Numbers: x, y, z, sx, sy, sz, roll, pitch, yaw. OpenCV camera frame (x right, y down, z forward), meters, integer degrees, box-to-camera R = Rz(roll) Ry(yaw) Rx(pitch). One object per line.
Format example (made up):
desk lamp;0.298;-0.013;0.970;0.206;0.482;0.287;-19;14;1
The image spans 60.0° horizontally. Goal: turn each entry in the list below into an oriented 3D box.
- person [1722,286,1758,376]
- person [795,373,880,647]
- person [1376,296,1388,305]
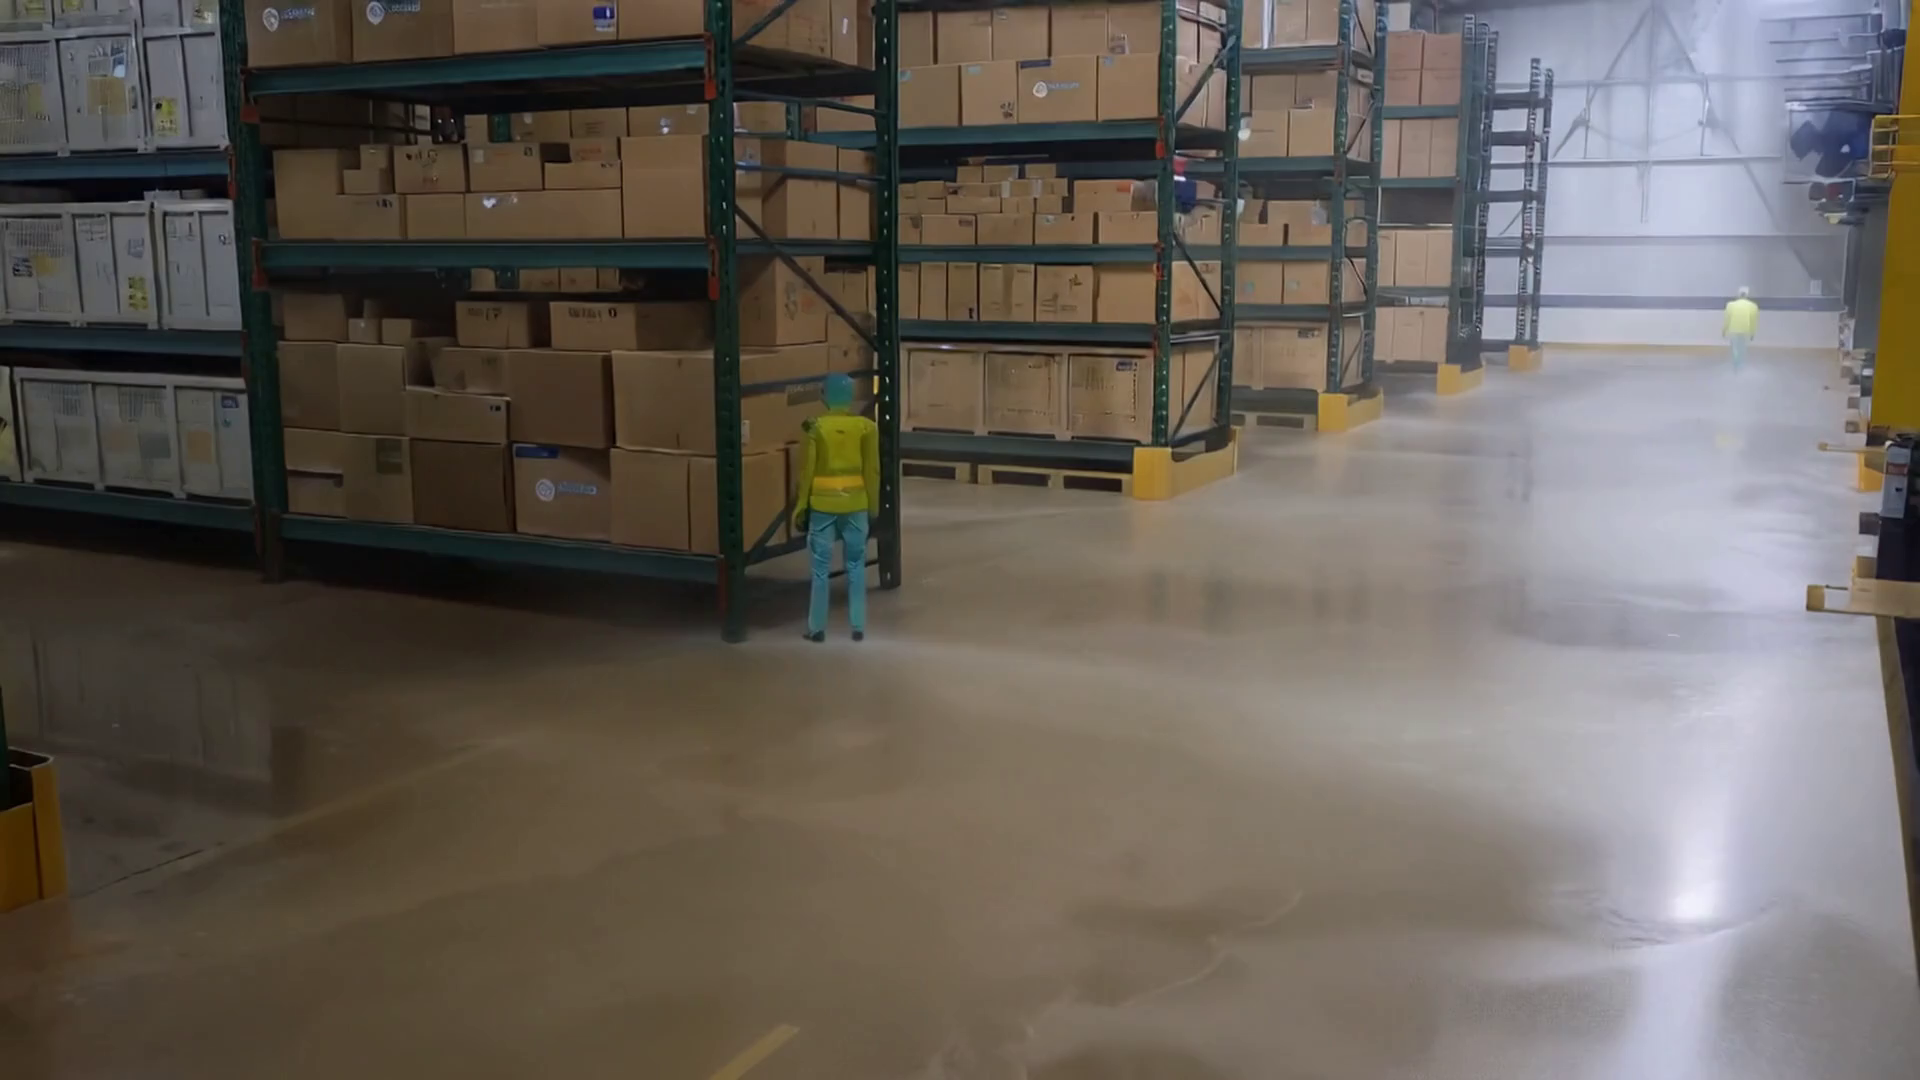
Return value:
person;14.898;-3.995;31.778;0.566;1.711;0.918;1;10;7
person;-0.720;-0.178;9.894;0.526;1.631;0.321;-4;11;-23
person;9.429;-5.041;37.341;1.044;1.890;0.546;7;12;35
